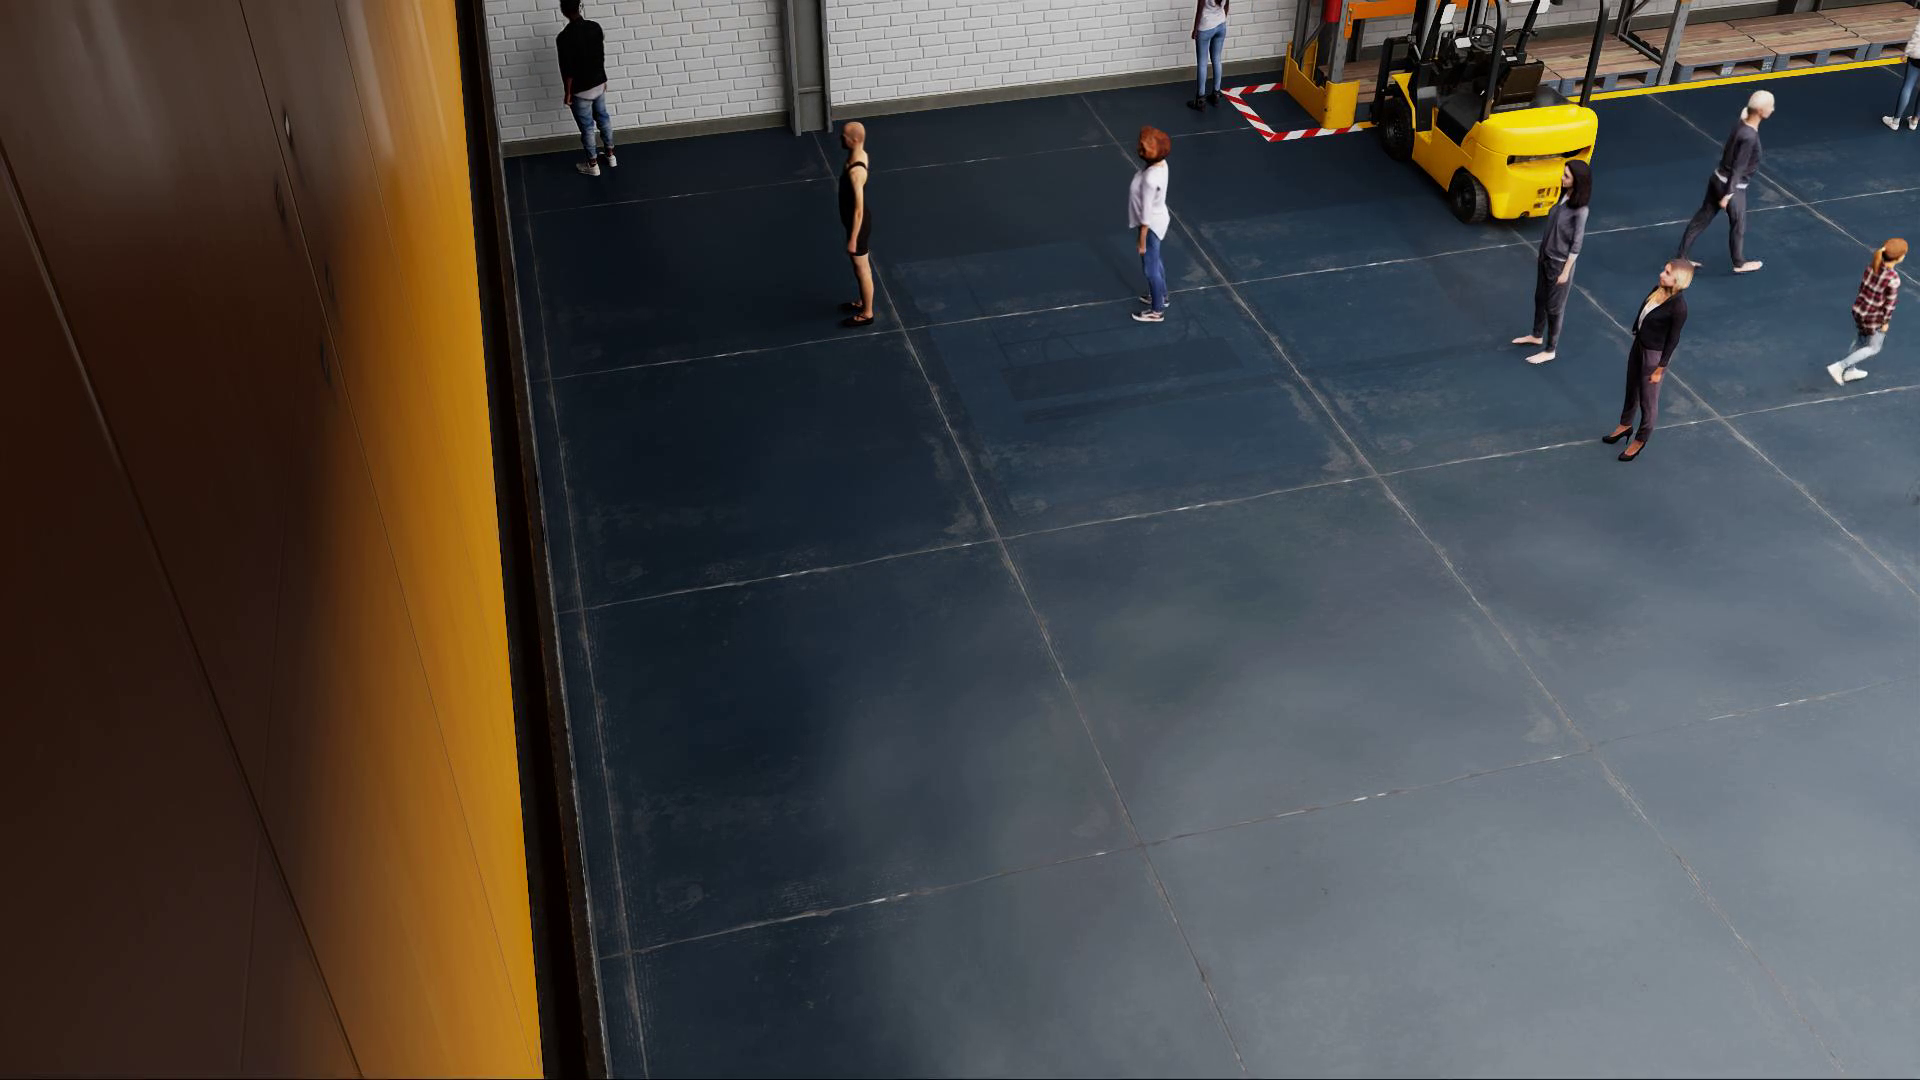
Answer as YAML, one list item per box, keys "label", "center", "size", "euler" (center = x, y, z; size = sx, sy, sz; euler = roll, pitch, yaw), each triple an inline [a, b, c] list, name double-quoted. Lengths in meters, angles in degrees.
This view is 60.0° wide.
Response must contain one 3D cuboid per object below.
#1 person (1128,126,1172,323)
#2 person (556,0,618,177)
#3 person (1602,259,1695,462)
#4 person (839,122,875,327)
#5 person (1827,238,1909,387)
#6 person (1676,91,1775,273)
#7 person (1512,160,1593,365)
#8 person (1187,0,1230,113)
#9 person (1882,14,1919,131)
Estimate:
- label: "person"
  center: [1.646, -2.676, 14.062]
  size: [0.794, 1.695, 0.779]
  euler: [8, 39, 10]
- label: "person"
  center: [-3.639, -4.451, 16.198]
  size: [0.846, 1.803, 0.749]
  euler: [27, 46, 30]
- label: "person"
  center: [5.167, -1.353, 12.424]
  size: [0.554, 1.672, 0.617]
  euler: [-5, 39, -6]
- label: "person"
  center: [-0.855, -2.650, 13.934]
  size: [0.577, 1.816, 0.677]
  euler: [-3, 39, -3]
- label: "person"
  center: [7.242, -1.804, 13.288]
  size: [0.685, 1.299, 0.565]
  euler: [-6, 39, -8]
- label: "person"
  center: [6.686, -3.139, 14.643]
  size: [1.026, 1.695, 0.762]
  euler: [0, 39, 0]
- label: "person"
  center: [4.856, -2.265, 13.493]
  size: [0.552, 1.764, 0.626]
  euler: [-5, 39, -6]
- label: "person"
  center: [2.629, -5.355, 17.398]
  size: [0.551, 1.718, 0.698]
  euler: [-20, 43, -23]
- label: "person"
  center: [9.914, -5.004, 17.026]
  size: [0.604, 1.634, 0.747]
  euler: [3, 39, 4]
